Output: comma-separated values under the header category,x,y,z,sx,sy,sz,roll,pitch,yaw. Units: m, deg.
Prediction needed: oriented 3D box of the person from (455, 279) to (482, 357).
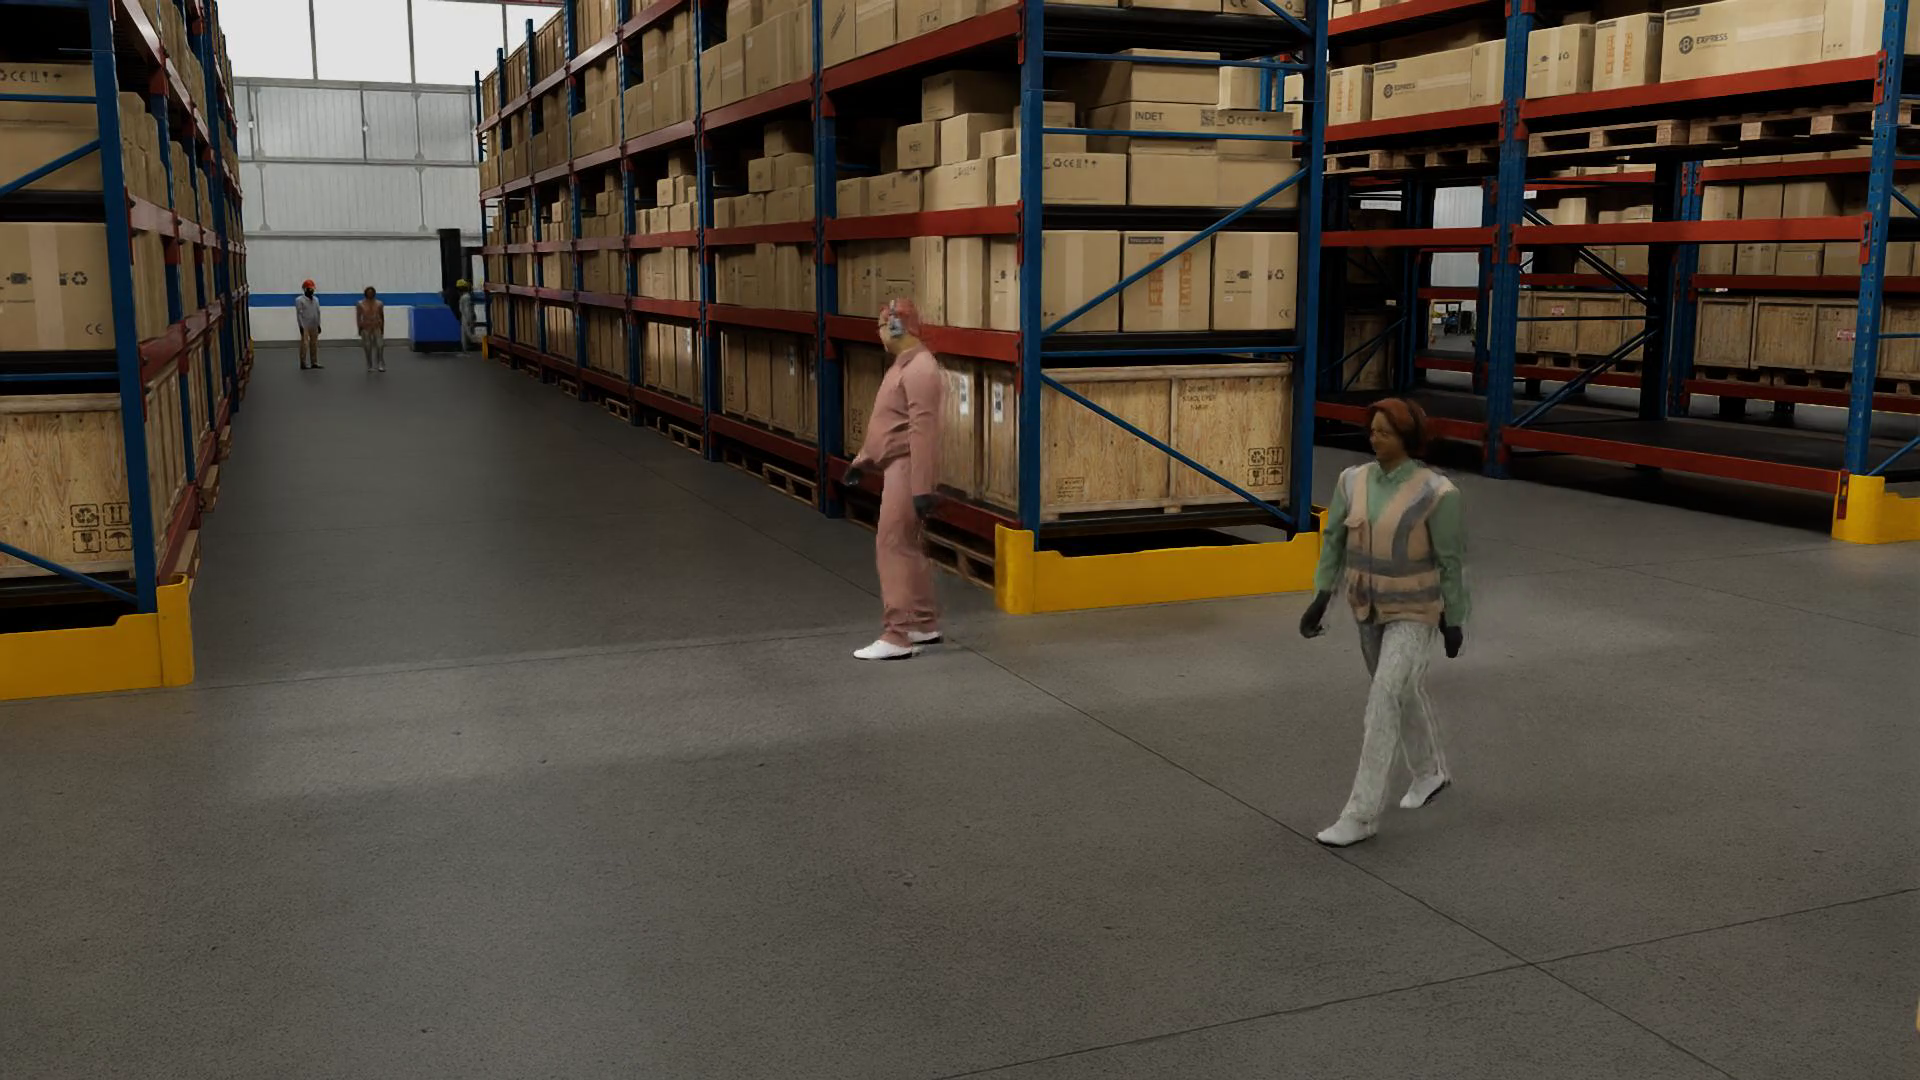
category,x,y,z,sx,sy,sz,roll,pitch,yaw
person,-10.780,-4.869,36.496,0.540,1.722,0.482,-4,10,-20

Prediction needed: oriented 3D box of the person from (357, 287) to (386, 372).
category,x,y,z,sx,sy,sz,roll,pitch,yaw
person,-11.099,-3.960,31.390,0.521,1.611,0.749,-5,11,-28

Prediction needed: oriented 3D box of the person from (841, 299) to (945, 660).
category,x,y,z,sx,sy,sz,roll,pitch,yaw
person,-0.359,-0.326,8.834,0.553,1.874,0.659,-1,10,-6

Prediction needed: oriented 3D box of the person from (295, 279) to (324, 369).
category,x,y,z,sx,sy,sz,roll,pitch,yaw
person,-12.648,-4.191,32.377,0.360,1.742,0.563,4,10,23

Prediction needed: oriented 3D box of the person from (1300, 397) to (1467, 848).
category,x,y,z,sx,sy,sz,roll,pitch,yaw
person,1.590,0.272,6.079,0.846,1.602,0.513,-7,12,-35

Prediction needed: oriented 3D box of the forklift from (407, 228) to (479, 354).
category,x,y,z,sx,sy,sz,roll,pitch,yaw
forklift,-11.503,-5.634,37.607,1.873,2.768,1.129,-5,11,-27
